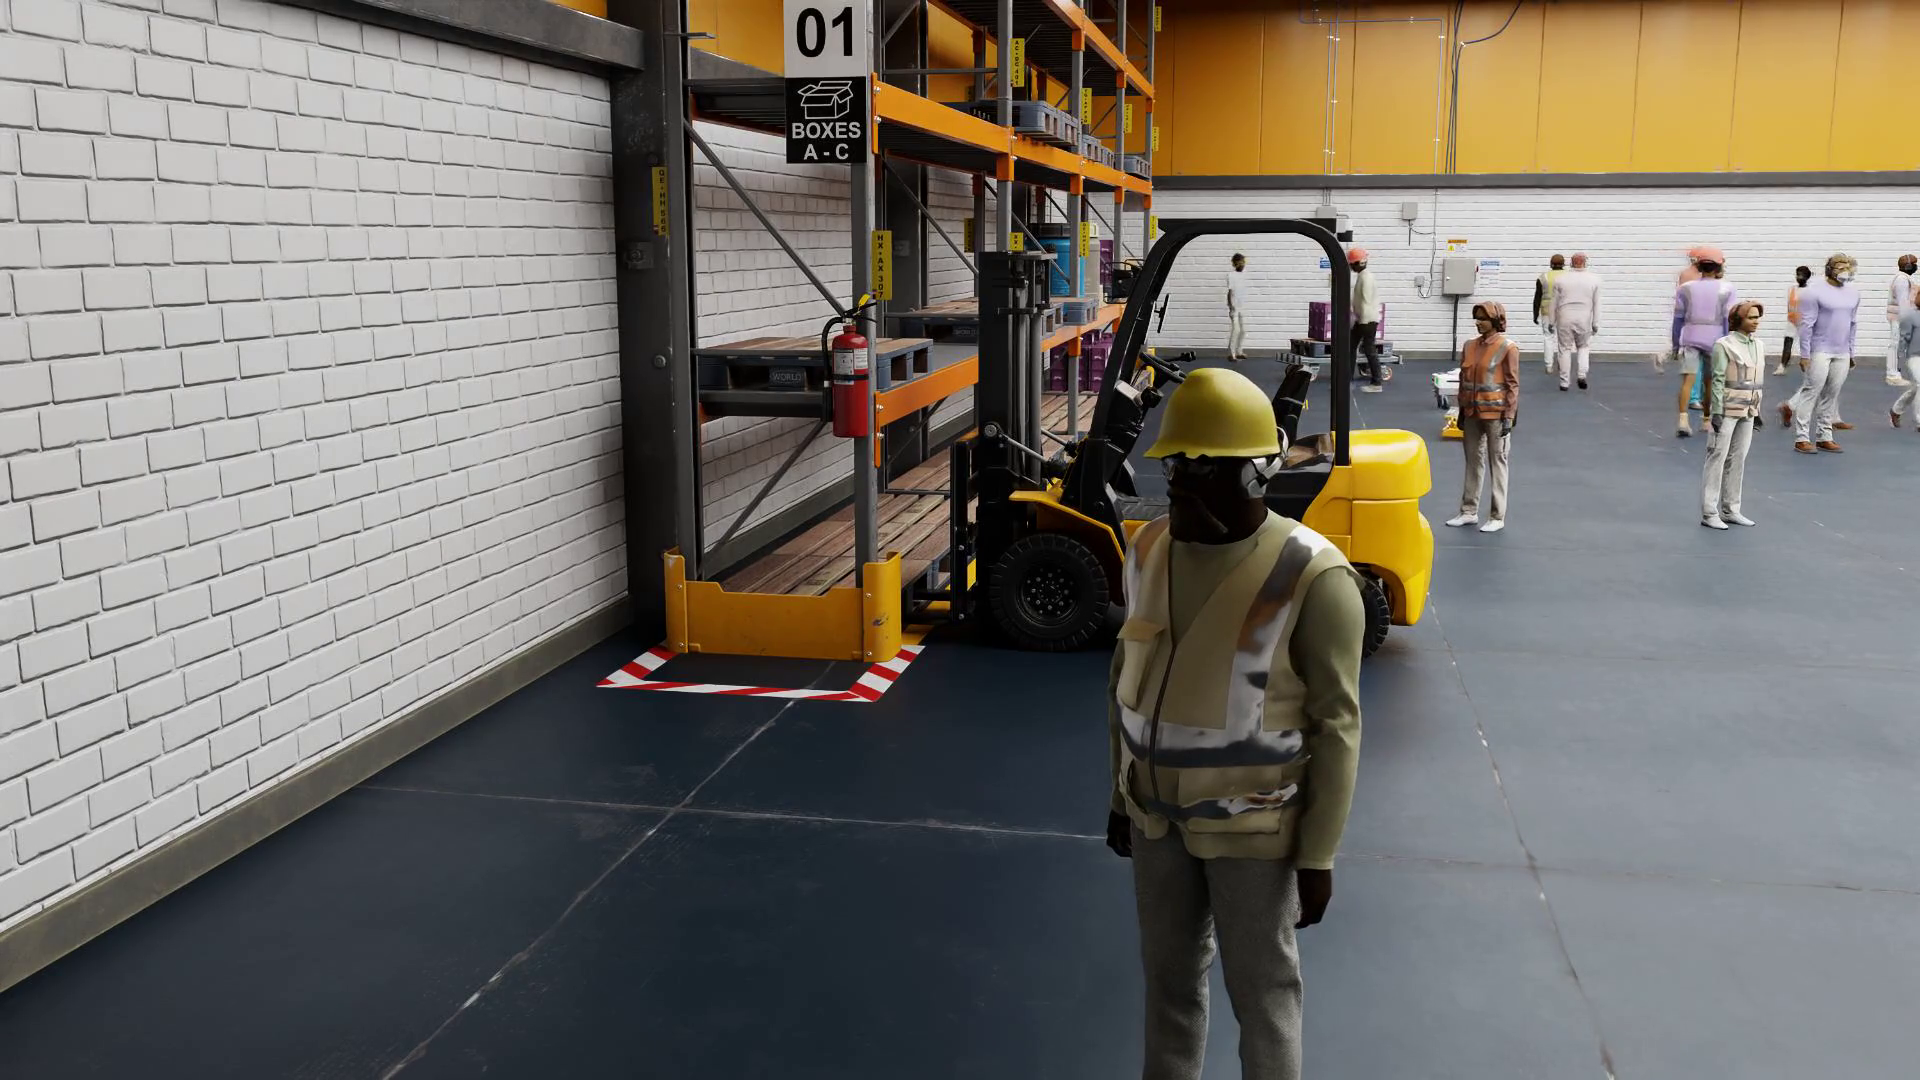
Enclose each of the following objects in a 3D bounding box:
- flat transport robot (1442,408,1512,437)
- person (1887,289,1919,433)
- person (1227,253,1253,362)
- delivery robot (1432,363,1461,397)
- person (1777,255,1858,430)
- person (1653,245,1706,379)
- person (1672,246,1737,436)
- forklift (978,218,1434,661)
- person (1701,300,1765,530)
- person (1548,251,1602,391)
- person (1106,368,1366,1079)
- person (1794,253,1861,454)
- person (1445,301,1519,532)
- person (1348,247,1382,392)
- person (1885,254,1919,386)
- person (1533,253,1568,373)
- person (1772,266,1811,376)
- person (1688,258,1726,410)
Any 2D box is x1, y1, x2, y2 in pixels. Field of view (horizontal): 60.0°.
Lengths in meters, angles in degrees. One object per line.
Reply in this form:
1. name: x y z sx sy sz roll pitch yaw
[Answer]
1. flat transport robot: 5.519 -1.257 17.693 0.652 0.197 1.431 4 11 19
2. person: 10.279 -1.956 17.860 0.490 1.601 0.764 -2 10 -9
3. person: 4.669 -3.889 27.849 0.626 1.826 0.415 -10 14 -43
4. delivery robot: 6.125 -1.917 20.274 0.707 0.478 0.477 1 10 8
5. person: 9.260 -2.097 17.849 0.843 1.913 0.640 0 10 2
6. person: 10.710 -3.357 24.525 0.619 1.974 0.715 -8 13 -36
7. person: 7.822 -2.091 17.551 0.624 1.998 1.032 7 12 33
8. forklift: 1.285 -0.567 8.635 2.313 2.155 1.214 2 11 11
9. person: 5.585 -0.901 11.982 0.514 1.642 0.311 -6 12 -28
10. person: 8.362 -2.971 22.661 0.664 1.891 0.469 3 11 15
11. person: 0.522 0.560 3.448 0.404 1.830 0.601 -9 14 -42
12. person: 8.395 -1.800 16.094 0.635 1.937 0.355 -3 11 -15
13. person: 3.749 -0.877 11.852 0.315 1.640 0.515 -6 12 -28
14. person: 5.398 -2.957 22.426 0.649 1.952 0.631 0 10 1
15. person: 13.310 -3.099 23.475 0.429 1.847 0.627 5 11 24
16. person: 9.172 -3.490 25.643 0.661 1.831 0.474 3 11 17
17. person: 12.676 -3.293 25.058 0.873 1.654 0.538 -6 12 -28
18. person: 9.074 -2.504 20.195 0.569 1.849 0.385 -5 12 -27
